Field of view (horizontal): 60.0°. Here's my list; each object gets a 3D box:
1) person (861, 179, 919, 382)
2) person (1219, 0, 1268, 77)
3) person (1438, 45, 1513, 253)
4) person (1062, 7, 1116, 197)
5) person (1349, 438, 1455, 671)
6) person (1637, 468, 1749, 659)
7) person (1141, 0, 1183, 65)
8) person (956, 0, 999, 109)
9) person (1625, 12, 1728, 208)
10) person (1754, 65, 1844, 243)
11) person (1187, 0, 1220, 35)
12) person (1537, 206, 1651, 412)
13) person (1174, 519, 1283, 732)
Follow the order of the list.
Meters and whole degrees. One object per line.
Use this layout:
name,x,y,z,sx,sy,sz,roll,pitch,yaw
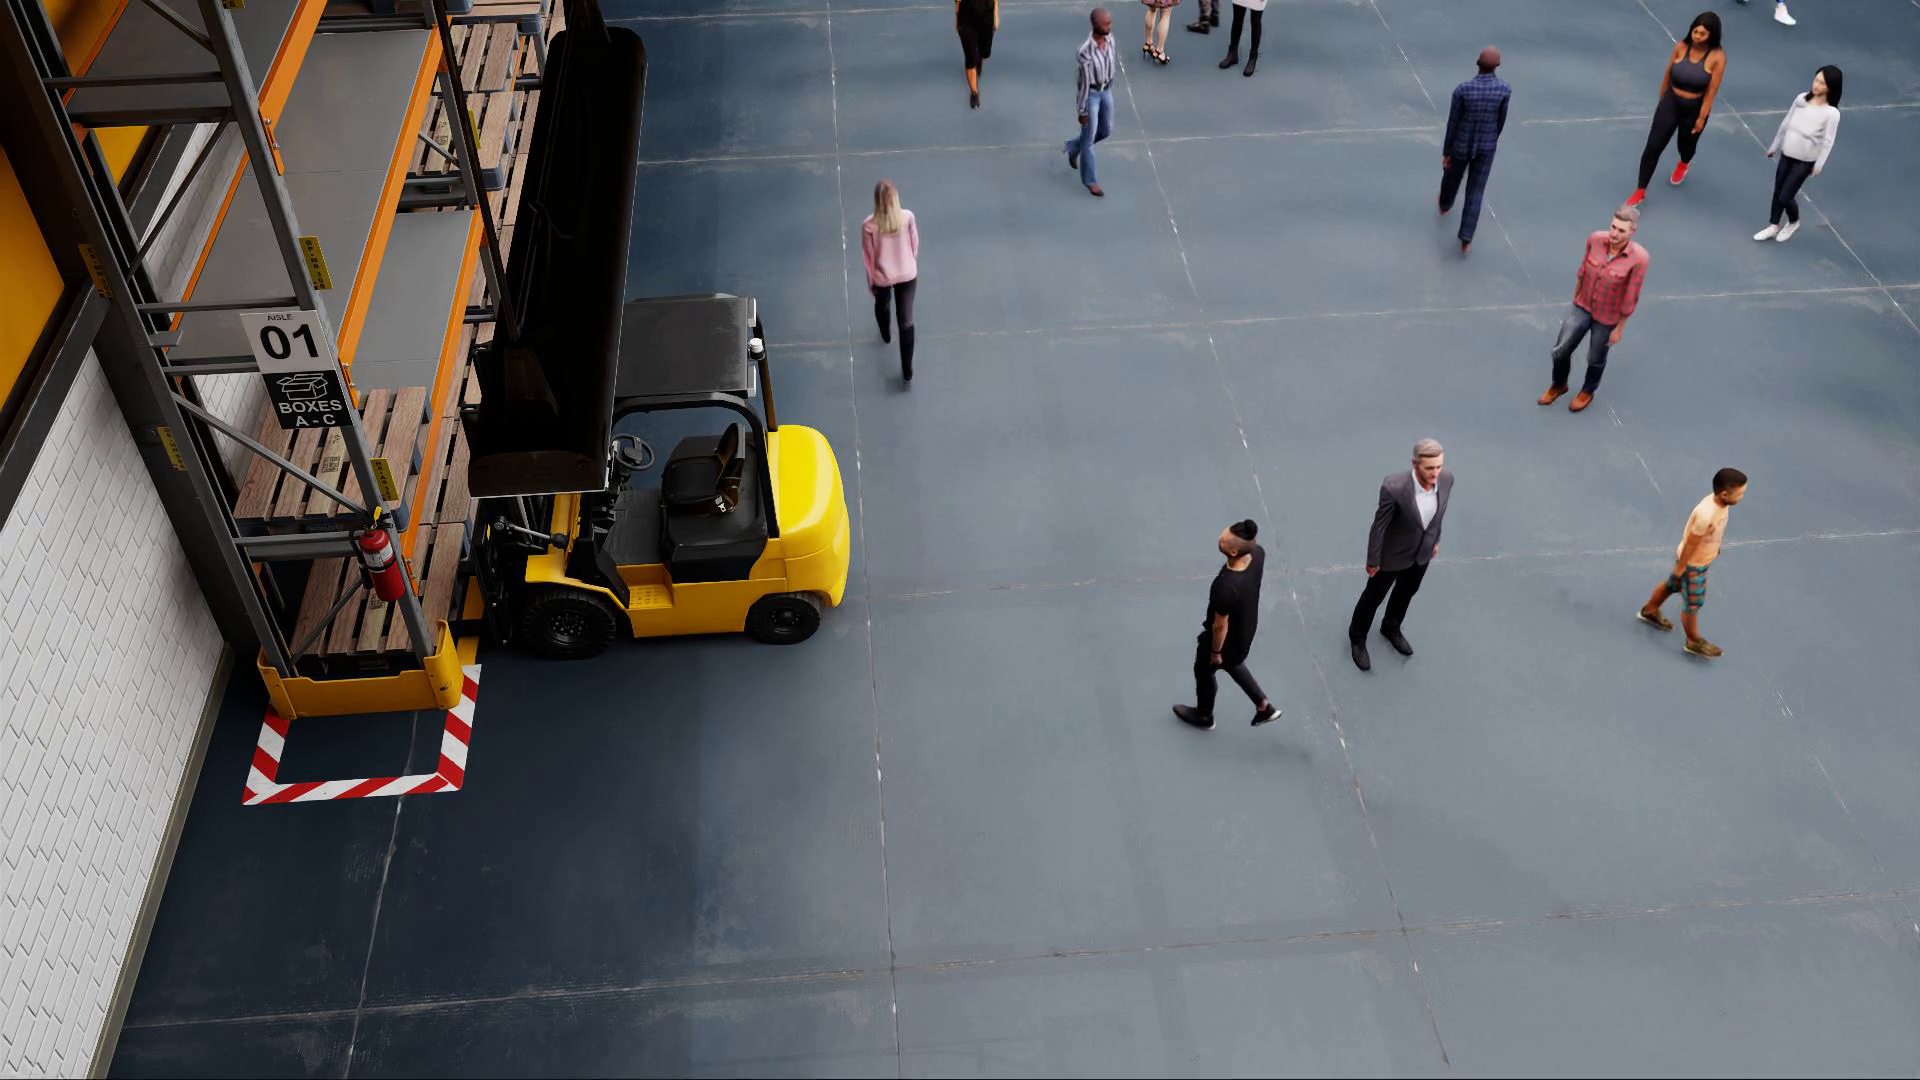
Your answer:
person,-0.508,-2.017,13.045,0.654,1.651,1.124,-6,44,-7
person,2.930,-5.566,16.656,0.685,1.808,0.727,26,49,25
person,4.446,-3.340,14.347,0.841,1.771,1.241,5,44,5
person,1.142,-3.989,15.015,0.874,1.788,0.940,-34,53,-31
person,2.867,0.056,10.732,0.788,1.839,0.704,-16,46,-16
person,4.800,0.081,10.992,0.897,1.445,0.859,27,50,26
person,2.061,-5.683,16.804,0.856,1.774,0.777,-29,51,-27
person,0.152,-5.135,16.317,0.577,1.653,0.921,-4,44,-4
person,6.527,-3.882,14.905,1.138,1.786,1.215,28,50,26
person,7.329,-3.334,14.402,0.766,1.686,0.671,-16,46,-16
person,2.615,-6.143,17.330,0.734,1.713,0.669,27,50,26
person,4.924,-1.778,12.678,0.846,1.811,0.916,34,53,30
person,1.722,0.567,10.191,1.037,1.847,1.004,23,48,23
